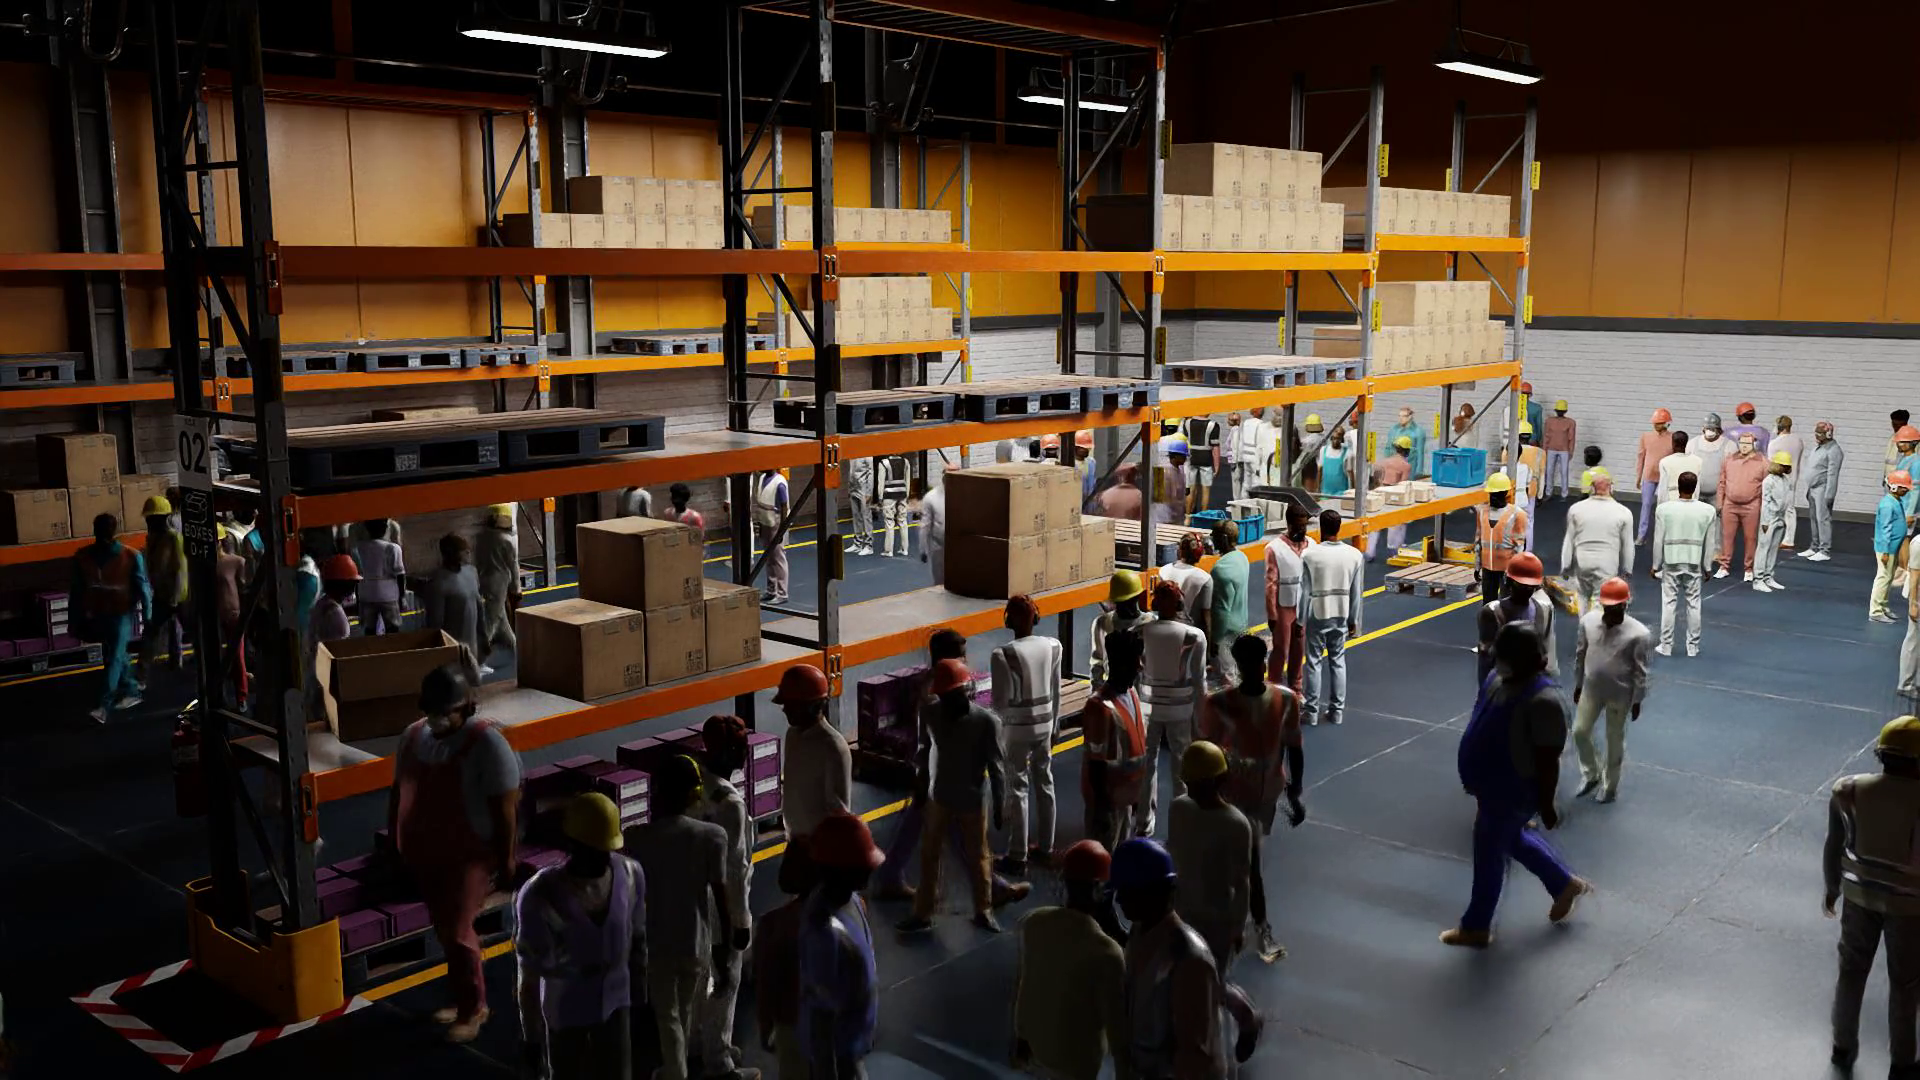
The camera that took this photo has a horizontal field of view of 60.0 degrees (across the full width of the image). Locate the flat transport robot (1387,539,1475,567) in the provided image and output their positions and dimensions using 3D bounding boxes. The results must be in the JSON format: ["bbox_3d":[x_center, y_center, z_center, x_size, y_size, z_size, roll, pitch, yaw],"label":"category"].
[{"bbox_3d":[6.402,0.182,22.469,0.652,0.197,1.431,8,13,41],"label":"flat transport robot"}]

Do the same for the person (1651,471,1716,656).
[{"bbox_3d":[7.449,0.250,17.161,0.590,1.919,0.393,2,10,14],"label":"person"}]

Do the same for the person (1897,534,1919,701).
[{"bbox_3d":[9.008,0.573,15.481,0.560,1.836,0.394,-5,11,-26],"label":"person"}]

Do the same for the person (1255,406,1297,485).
[{"bbox_3d":[4.757,-1.083,25.199,0.665,1.887,0.662,4,10,24],"label":"person"}]

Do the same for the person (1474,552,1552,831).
[{"bbox_3d":[3.946,1.085,11.814,0.608,2.040,0.394,-4,10,-21],"label":"person"}]

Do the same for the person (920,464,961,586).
[{"bbox_3d":[-0.122,0.060,18.465,0.646,1.871,0.920,-1,10,-5],"label":"person"}]

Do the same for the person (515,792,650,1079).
[{"bbox_3d":[-1.641,1.949,7.135,0.622,1.890,0.817,-7,12,-38],"label":"person"}]

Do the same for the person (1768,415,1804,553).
[{"bbox_3d":[11.504,-0.781,23.285,0.630,1.932,0.365,-4,10,-24],"label":"person"}]

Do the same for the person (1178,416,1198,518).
[{"bbox_3d":[3.606,-1.306,26.425,0.386,1.929,0.543,-5,11,-25],"label":"person"}]

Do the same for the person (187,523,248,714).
[{"bbox_3d":[-6.635,0.702,14.915,0.533,1.767,0.327,-2,10,-11],"label":"person"}]

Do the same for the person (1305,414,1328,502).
[{"bbox_3d":[5.429,-1.065,25.565,0.483,1.737,0.320,-7,12,-37],"label":"person"}]

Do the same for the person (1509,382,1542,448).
[{"bbox_3d":[9.732,-1.729,28.740,0.611,1.996,0.378,1,10,6],"label":"person"}]

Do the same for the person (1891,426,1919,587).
[{"bbox_3d":[11.803,-0.418,20.815,0.405,2.034,0.615,3,10,16],"label":"person"}]

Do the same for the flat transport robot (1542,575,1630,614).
[{"bbox_3d":[7.416,0.639,19.741,0.652,0.197,1.431,1,10,6],"label":"flat transport robot"}]

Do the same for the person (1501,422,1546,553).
[{"bbox_3d":[7.589,-0.640,22.489,0.588,1.917,0.400,1,10,5],"label":"person"}]

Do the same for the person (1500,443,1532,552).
[{"bbox_3d":[7.330,-0.453,22.028,0.537,1.691,0.320,-5,11,-30],"label":"person"}]

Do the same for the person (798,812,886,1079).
[{"bbox_3d":[-0.499,2.003,6.667,0.663,1.934,0.578,0,10,-1],"label":"person"}]

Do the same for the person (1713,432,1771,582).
[{"bbox_3d":[9.983,-0.427,21.236,0.642,1.909,0.408,7,12,37],"label":"person"}]

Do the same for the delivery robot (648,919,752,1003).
[{"bbox_3d":[-1.455,2.235,9.088,0.477,0.478,0.707,6,11,30],"label":"delivery robot"}]

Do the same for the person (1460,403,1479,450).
[{"bbox_3d":[8.746,-1.553,28.768,0.286,1.633,0.501,-4,10,-25],"label":"person"}]

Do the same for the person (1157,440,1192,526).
[{"bbox_3d":[2.578,-0.254,20.137,0.467,1.912,0.660,6,11,30],"label":"person"}]

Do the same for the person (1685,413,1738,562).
[{"bbox_3d":[10.166,-0.725,22.615,0.681,2.000,0.535,6,11,34],"label":"person"}]

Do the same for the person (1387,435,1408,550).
[{"bbox_3d":[6.198,-0.670,23.510,0.324,1.630,0.520,3,10,18],"label":"person"}]

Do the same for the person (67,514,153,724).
[{"bbox_3d":[-7.577,0.682,14.770,0.620,1.844,1.040,1,10,3],"label":"person"}]

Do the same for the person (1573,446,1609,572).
[{"bbox_3d":[8.268,-0.386,21.662,0.544,1.675,0.399,-8,12,-40],"label":"person"}]

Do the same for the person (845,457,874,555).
[{"bbox_3d":[-1.404,-0.663,23.128,0.303,1.743,0.494,-8,12,-40],"label":"person"}]

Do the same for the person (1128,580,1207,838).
[{"bbox_3d":[1.430,1.207,11.577,0.573,1.877,0.347,3,10,17],"label":"person"}]

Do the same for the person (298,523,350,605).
[{"bbox_3d":[-6.448,0.276,16.635,0.695,2.000,1.040,-1,10,-6],"label":"person"}]

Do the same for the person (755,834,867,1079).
[{"bbox_3d":[-0.633,2.068,7.189,0.506,1.628,0.279,-4,10,-20],"label":"person"}]

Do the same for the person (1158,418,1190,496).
[{"bbox_3d":[2.996,-0.835,23.647,0.591,1.918,0.397,6,11,30],"label":"person"}]

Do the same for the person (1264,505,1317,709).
[{"bbox_3d":[2.976,0.617,15.014,0.598,1.908,0.410,-7,12,-34],"label":"person"}]

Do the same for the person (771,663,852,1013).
[{"bbox_3d":[-0.784,1.620,8.790,0.408,1.986,0.618,-6,11,-32],"label":"person"}]

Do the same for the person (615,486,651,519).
[{"bbox_3d":[-3.699,0.024,18.789,0.534,1.828,0.789,8,12,40],"label":"person"}]

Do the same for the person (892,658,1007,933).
[{"bbox_3d":[-0.037,1.548,10.004,0.647,1.725,0.537,4,10,23],"label":"person"}]

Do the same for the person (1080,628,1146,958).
[{"bbox_3d":[0.901,1.474,9.715,0.373,1.962,0.607,4,10,24],"label":"person"}]

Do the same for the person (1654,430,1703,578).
[{"bbox_3d":[9.190,-0.444,21.300,0.593,1.920,0.391,-2,10,-13],"label":"person"}]

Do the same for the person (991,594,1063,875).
[{"bbox_3d":[0.429,1.286,11.073,0.573,1.884,0.359,-7,12,-35],"label":"person"}]

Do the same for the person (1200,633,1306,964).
[{"bbox_3d":[1.735,1.483,9.866,0.600,1.897,1.023,-2,10,-14],"label":"person"}]

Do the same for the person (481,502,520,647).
[{"bbox_3d":[-4.882,0.147,17.633,0.366,1.962,0.614,1,10,6],"label":"person"}]

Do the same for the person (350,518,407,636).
[{"bbox_3d":[-5.567,0.559,15.971,0.540,1.695,0.317,1,10,6],"label":"person"}]

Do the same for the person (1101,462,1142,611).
[{"bbox_3d":[1.832,0.092,18.215,0.641,1.891,0.415,7,12,37],"label":"person"}]

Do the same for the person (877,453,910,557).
[{"bbox_3d":[-0.905,-0.574,22.944,0.508,1.629,0.318,-7,12,-36],"label":"person"}]

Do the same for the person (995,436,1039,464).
[{"bbox_3d":[0.850,-0.825,23.212,0.705,2.000,0.535,-5,11,-29],"label":"person"}]
